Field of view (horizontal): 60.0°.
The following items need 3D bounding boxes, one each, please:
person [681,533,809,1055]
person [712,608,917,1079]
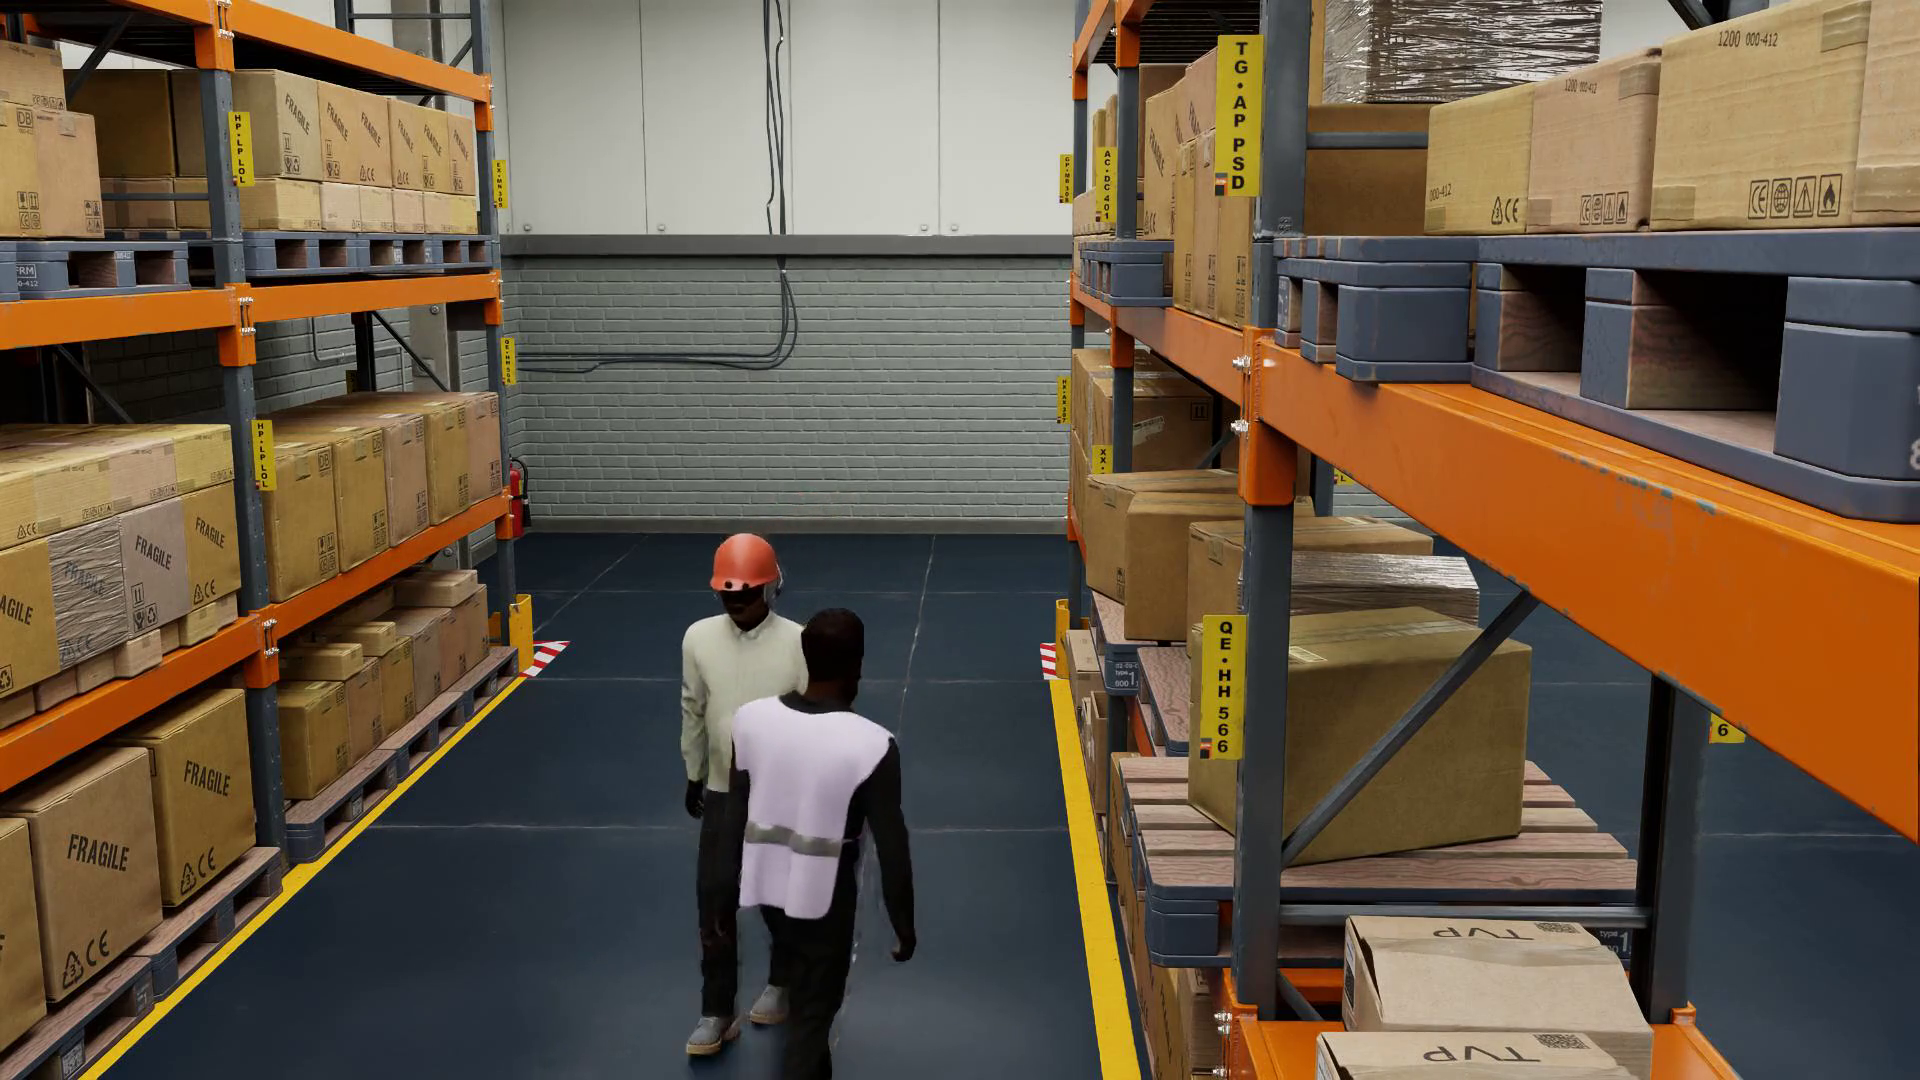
[{"bbox_3d":[-0.811,0.955,6.241,0.653,1.961,0.829,3,10,15],"label":"person"},{"bbox_3d":[-0.420,1.142,5.389,0.635,1.885,0.779,6,12,30],"label":"person"}]
